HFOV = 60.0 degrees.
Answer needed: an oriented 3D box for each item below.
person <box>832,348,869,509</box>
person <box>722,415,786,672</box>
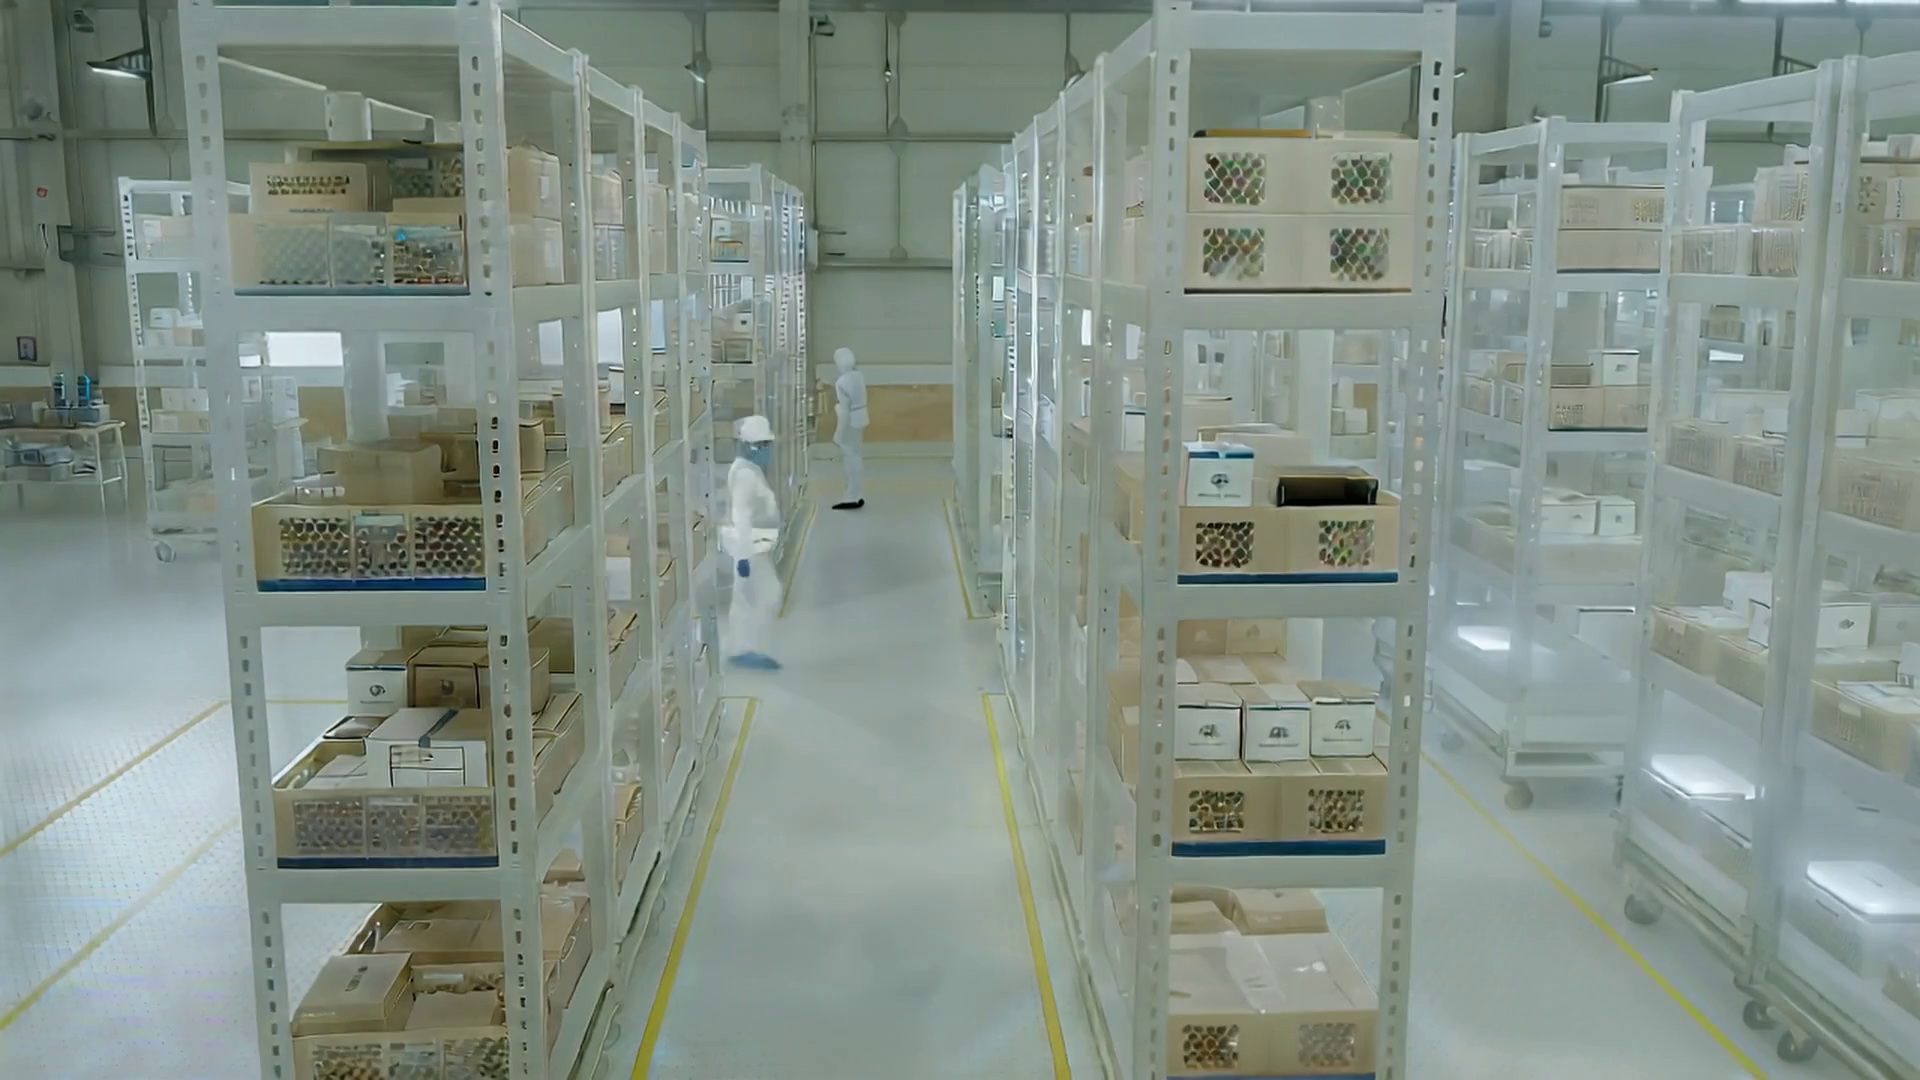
[{"bbox_3d":[-1.249,-1.271,18.987,0.394,1.841,0.563,4,11,23],"label":"person"},{"bbox_3d":[-1.414,0.036,11.610,0.557,1.811,0.617,-1,10,-6],"label":"person"}]
